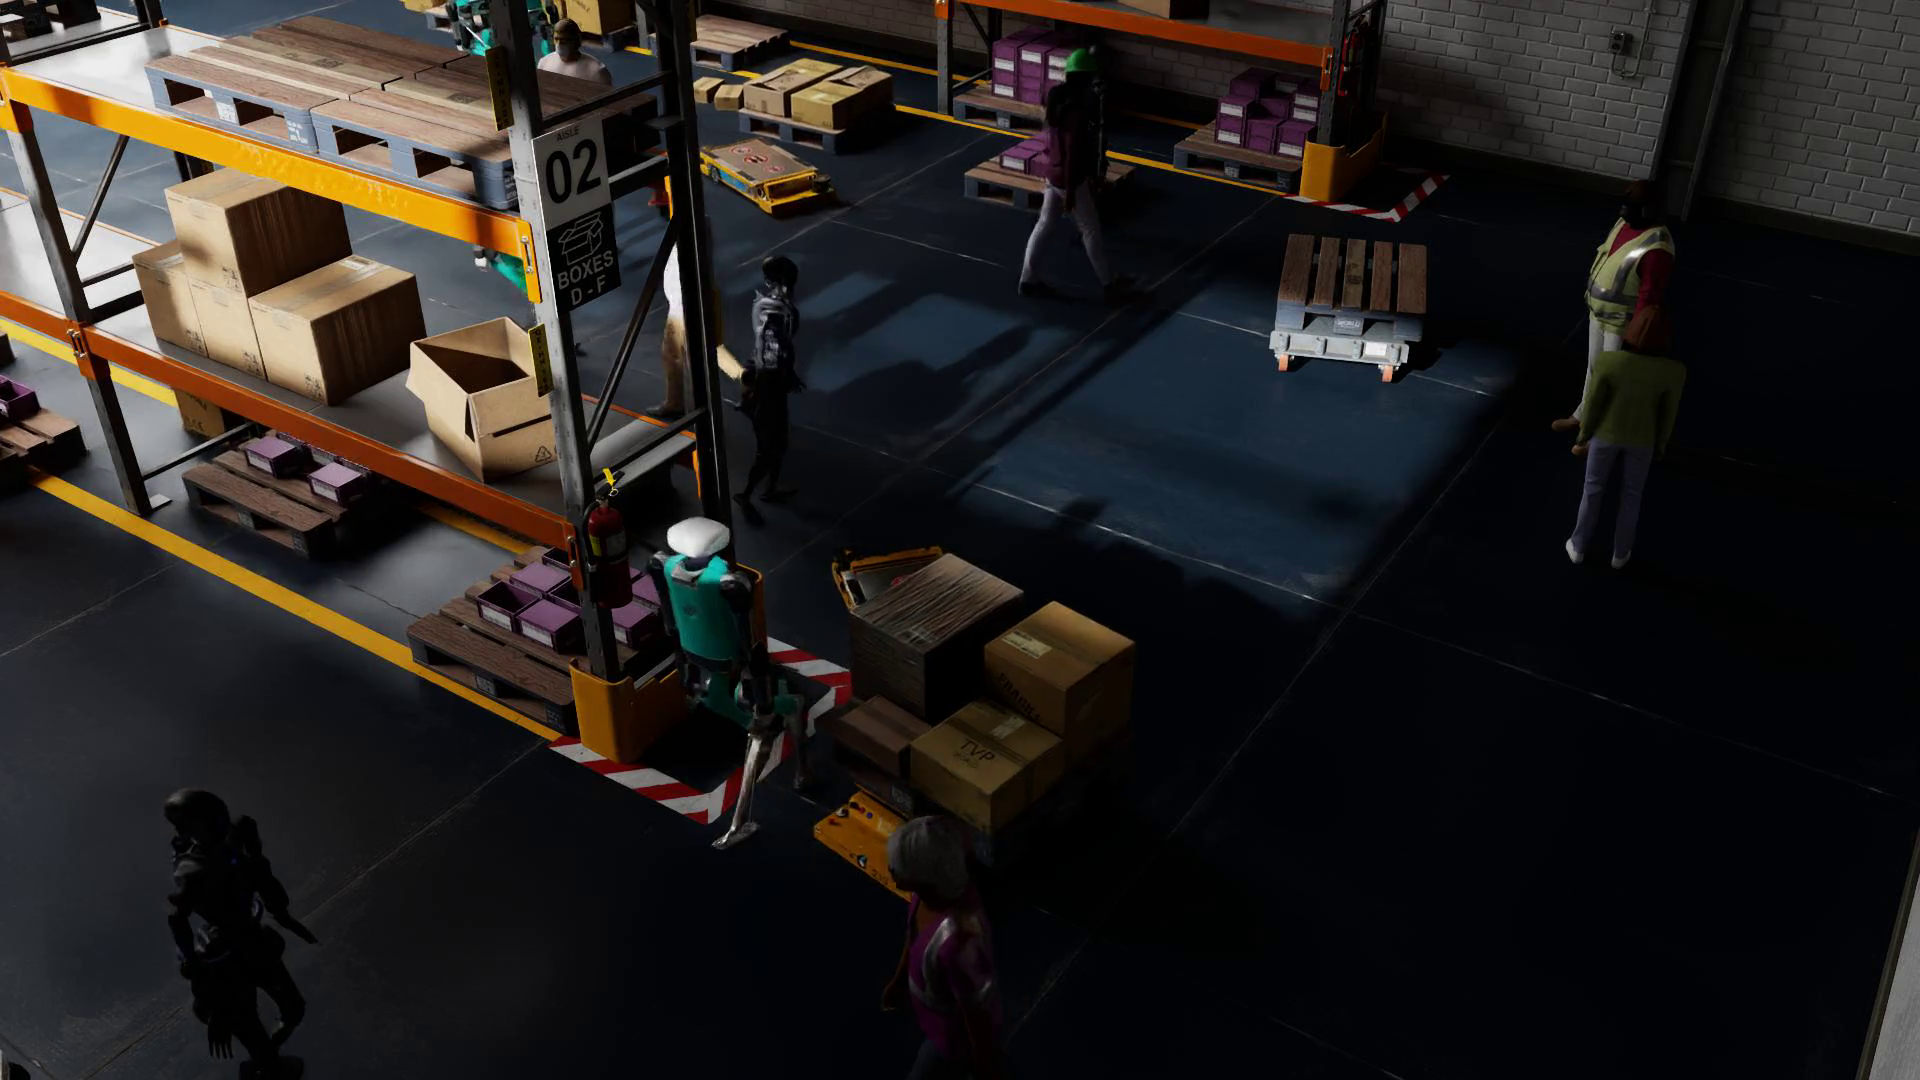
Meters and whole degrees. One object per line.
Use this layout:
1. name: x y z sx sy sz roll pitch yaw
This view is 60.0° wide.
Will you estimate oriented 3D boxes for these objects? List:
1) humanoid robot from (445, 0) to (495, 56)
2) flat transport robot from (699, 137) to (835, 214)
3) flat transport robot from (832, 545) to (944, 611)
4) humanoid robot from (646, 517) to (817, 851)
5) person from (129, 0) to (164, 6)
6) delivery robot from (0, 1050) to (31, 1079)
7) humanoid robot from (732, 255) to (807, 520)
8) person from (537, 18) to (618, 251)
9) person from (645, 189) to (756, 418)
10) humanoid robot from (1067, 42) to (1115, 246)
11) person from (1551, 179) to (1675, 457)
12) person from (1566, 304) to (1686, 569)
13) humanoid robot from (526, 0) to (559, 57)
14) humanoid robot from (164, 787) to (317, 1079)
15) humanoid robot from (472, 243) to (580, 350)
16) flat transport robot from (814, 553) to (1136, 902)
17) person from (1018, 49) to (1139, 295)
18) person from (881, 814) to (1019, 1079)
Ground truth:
1. humanoid robot: -4.521 -4.807 15.930 0.956 1.752 0.535 26 41 34
2. flat transport robot: -1.775 -3.289 14.929 0.659 0.231 1.431 -21 39 -29
3. flat transport robot: -0.236 0.454 9.175 0.659 0.231 1.431 -9 34 -14
4. humanoid robot: -0.913 0.558 7.694 0.552 1.792 0.887 21 38 29
5. person: -9.823 -7.236 19.629 0.771 1.755 0.451 -24 40 -32
6. delivery robot: -3.888 2.213 6.224 0.781 0.609 0.508 -14 36 -21
7. humanoid robot: -1.163 -0.936 10.028 0.426 1.644 0.612 8 34 12
8. person: -3.024 -3.165 13.208 0.629 1.940 0.373 9 34 13
9. person: -1.743 -1.578 10.963 0.741 1.717 0.545 7 34 10
10. humanoid robot: 1.049 -3.219 13.545 0.384 1.642 0.586 -8 34 -12
11. person: 4.185 -1.414 10.606 0.429 1.844 0.624 -2 33 -4
12. person: 3.786 -0.579 9.509 0.500 1.633 0.285 11 35 16
13. humanoid robot: -3.903 -4.554 15.577 0.532 1.819 0.774 -20 38 -28
14. humanoid robot: -2.705 1.556 6.192 0.403 1.646 0.593 5 33 8
15. humanoid robot: -3.093 -2.066 11.787 0.806 1.883 0.548 6 33 8
16. flat transport robot: 0.031 1.175 8.067 0.659 0.231 1.431 27 42 35
17. person: 0.901 -2.757 12.629 0.983 1.889 0.498 -9 34 -14
18. person: -0.118 1.689 5.877 0.943 1.799 0.511 -5 33 -7
